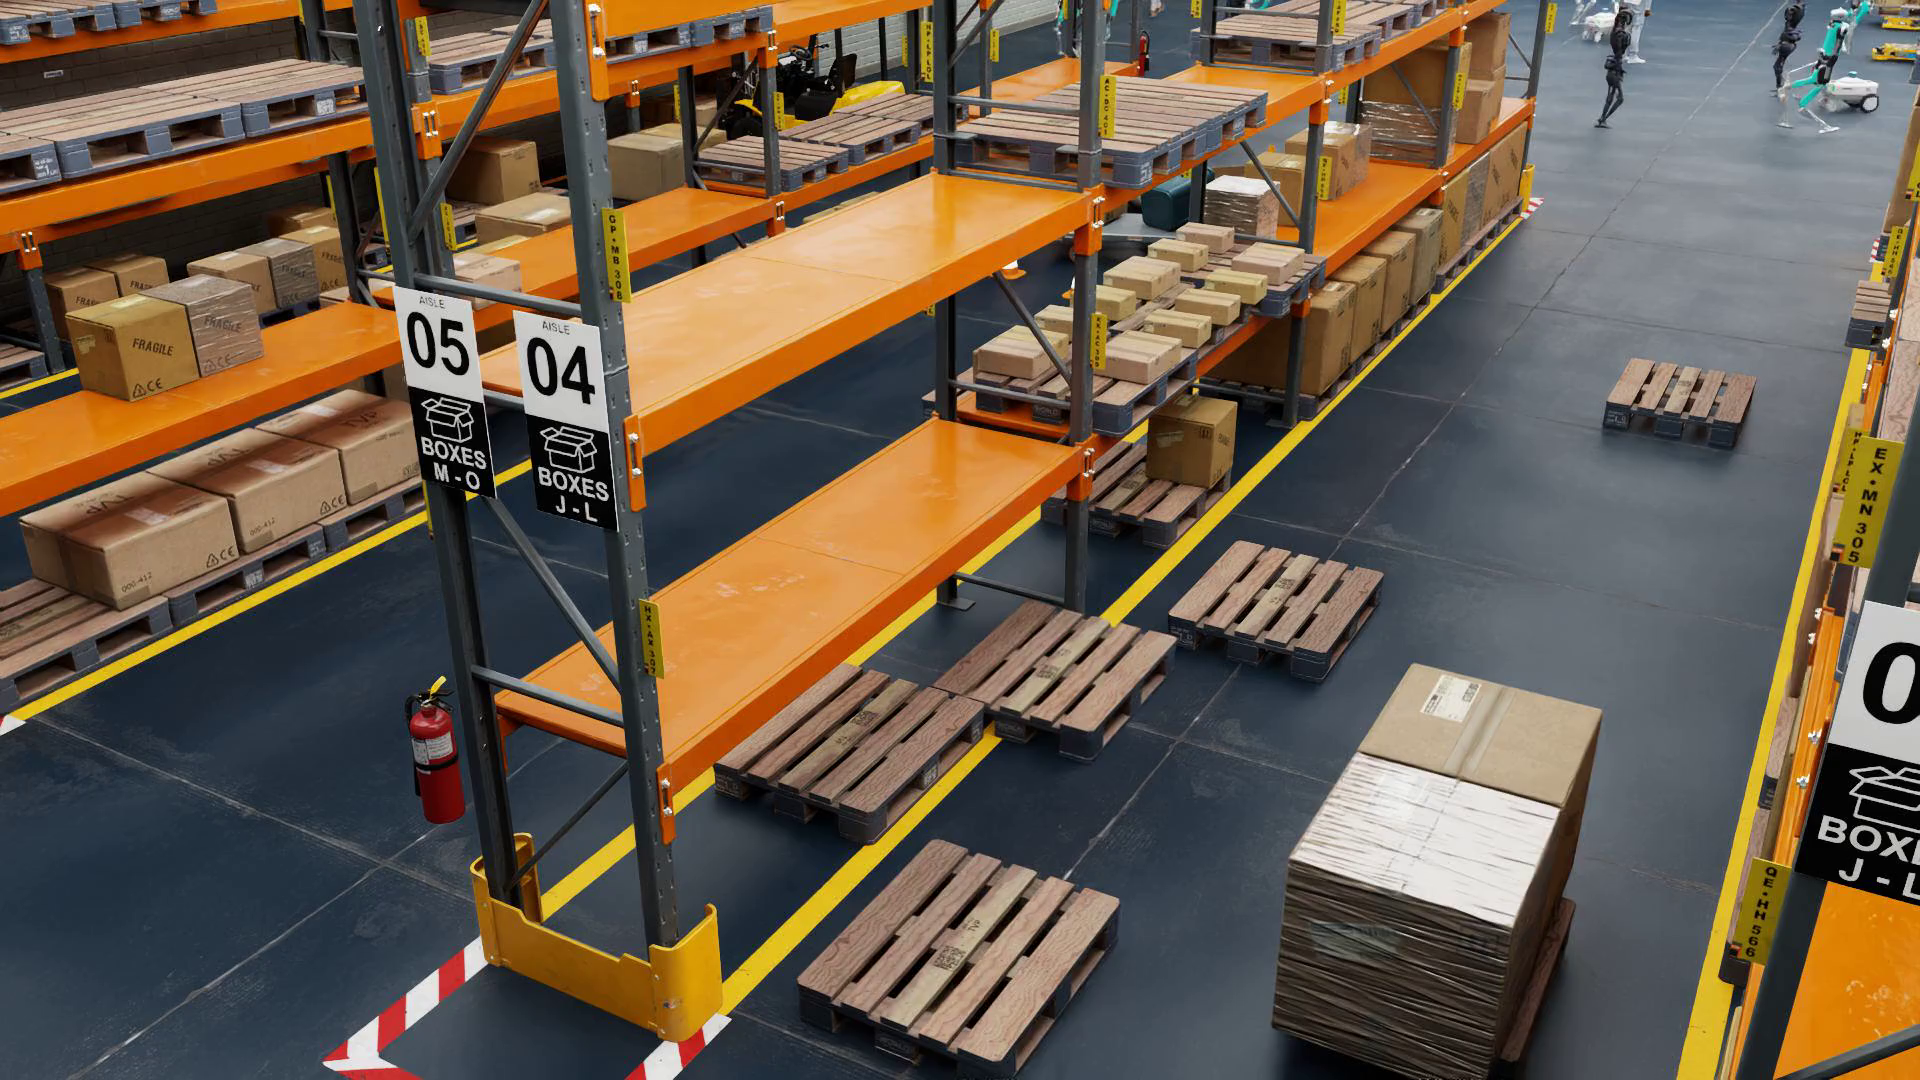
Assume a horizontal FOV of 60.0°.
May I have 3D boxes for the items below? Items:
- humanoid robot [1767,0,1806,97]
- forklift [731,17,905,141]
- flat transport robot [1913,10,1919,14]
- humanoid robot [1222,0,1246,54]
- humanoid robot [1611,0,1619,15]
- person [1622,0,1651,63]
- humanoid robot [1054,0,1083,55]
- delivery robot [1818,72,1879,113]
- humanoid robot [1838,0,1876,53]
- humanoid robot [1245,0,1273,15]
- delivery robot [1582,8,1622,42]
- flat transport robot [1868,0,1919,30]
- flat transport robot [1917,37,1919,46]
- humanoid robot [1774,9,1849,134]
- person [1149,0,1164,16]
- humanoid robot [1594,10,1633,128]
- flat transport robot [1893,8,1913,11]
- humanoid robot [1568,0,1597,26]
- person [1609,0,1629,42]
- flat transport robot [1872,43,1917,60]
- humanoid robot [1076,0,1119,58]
[{"bbox_3d":[12.783,-7.708,25.733,0.373,1.657,0.583,19,32,34],"label":"humanoid robot"},{"bbox_3d":[-1.819,-5.975,21.543,2.313,2.155,1.214,14,29,26],"label":"forklift"},{"bbox_3d":[19.187,-10.050,32.224,0.659,0.231,1.431,8,27,16],"label":"flat transport robot"},{"bbox_3d":[4.472,-8.279,26.946,0.643,1.634,0.608,-10,28,-21],"label":"humanoid robot"},{"bbox_3d":[12.941,-10.946,32.450,0.536,1.838,0.757,-18,31,-33],"label":"humanoid robot"},{"bbox_3d":[11.599,-9.172,28.501,0.398,1.919,0.589,-10,27,-19],"label":"person"},{"bbox_3d":[1.875,-9.387,29.116,0.538,1.746,0.713,13,29,25],"label":"humanoid robot"},{"bbox_3d":[13.384,-6.709,24.975,0.790,0.614,0.499,0,26,0],"label":"delivery robot"},{"bbox_3d":[15.765,-9.388,29.288,0.551,1.894,0.744,-11,28,-21],"label":"humanoid robot"},{"bbox_3d":[5.630,-10.171,30.780,1.011,1.736,0.555,6,26,13],"label":"humanoid robot"},{"bbox_3d":[11.939,-9.566,30.876,0.765,0.583,0.499,-16,30,-29],"label":"delivery robot"},{"bbox_3d":[18.370,-10.117,32.364,0.659,0.231,1.431,15,29,28],"label":"flat transport robot"},{"bbox_3d":[17.257,-8.325,28.640,1.431,0.231,0.659,-21,33,-36],"label":"flat transport robot"},{"bbox_3d":[11.828,-6.480,23.142,1.045,1.749,0.560,5,26,11],"label":"humanoid robot"},{"bbox_3d":[4.003,-11.560,33.505,0.637,1.891,1.009,14,29,26],"label":"person"},{"bbox_3d":[9.303,-6.668,23.579,0.344,1.649,0.590,10,27,19],"label":"humanoid robot"},{"bbox_3d":[19.997,-11.090,34.385,1.431,0.231,0.659,-13,28,-24],"label":"flat transport robot"},{"bbox_3d":[12.002,-10.694,31.960,0.723,1.869,0.542,0,26,0],"label":"humanoid robot"},{"bbox_3d":[12.235,-10.049,30.318,0.374,1.930,0.685,-5,26,-10],"label":"person"},{"bbox_3d":[16.668,-8.444,28.887,1.431,0.231,0.659,11,28,21],"label":"flat transport robot"},{"bbox_3d":[2.094,-8.131,26.574,0.946,1.756,0.538,5,26,11],"label":"humanoid robot"}]
